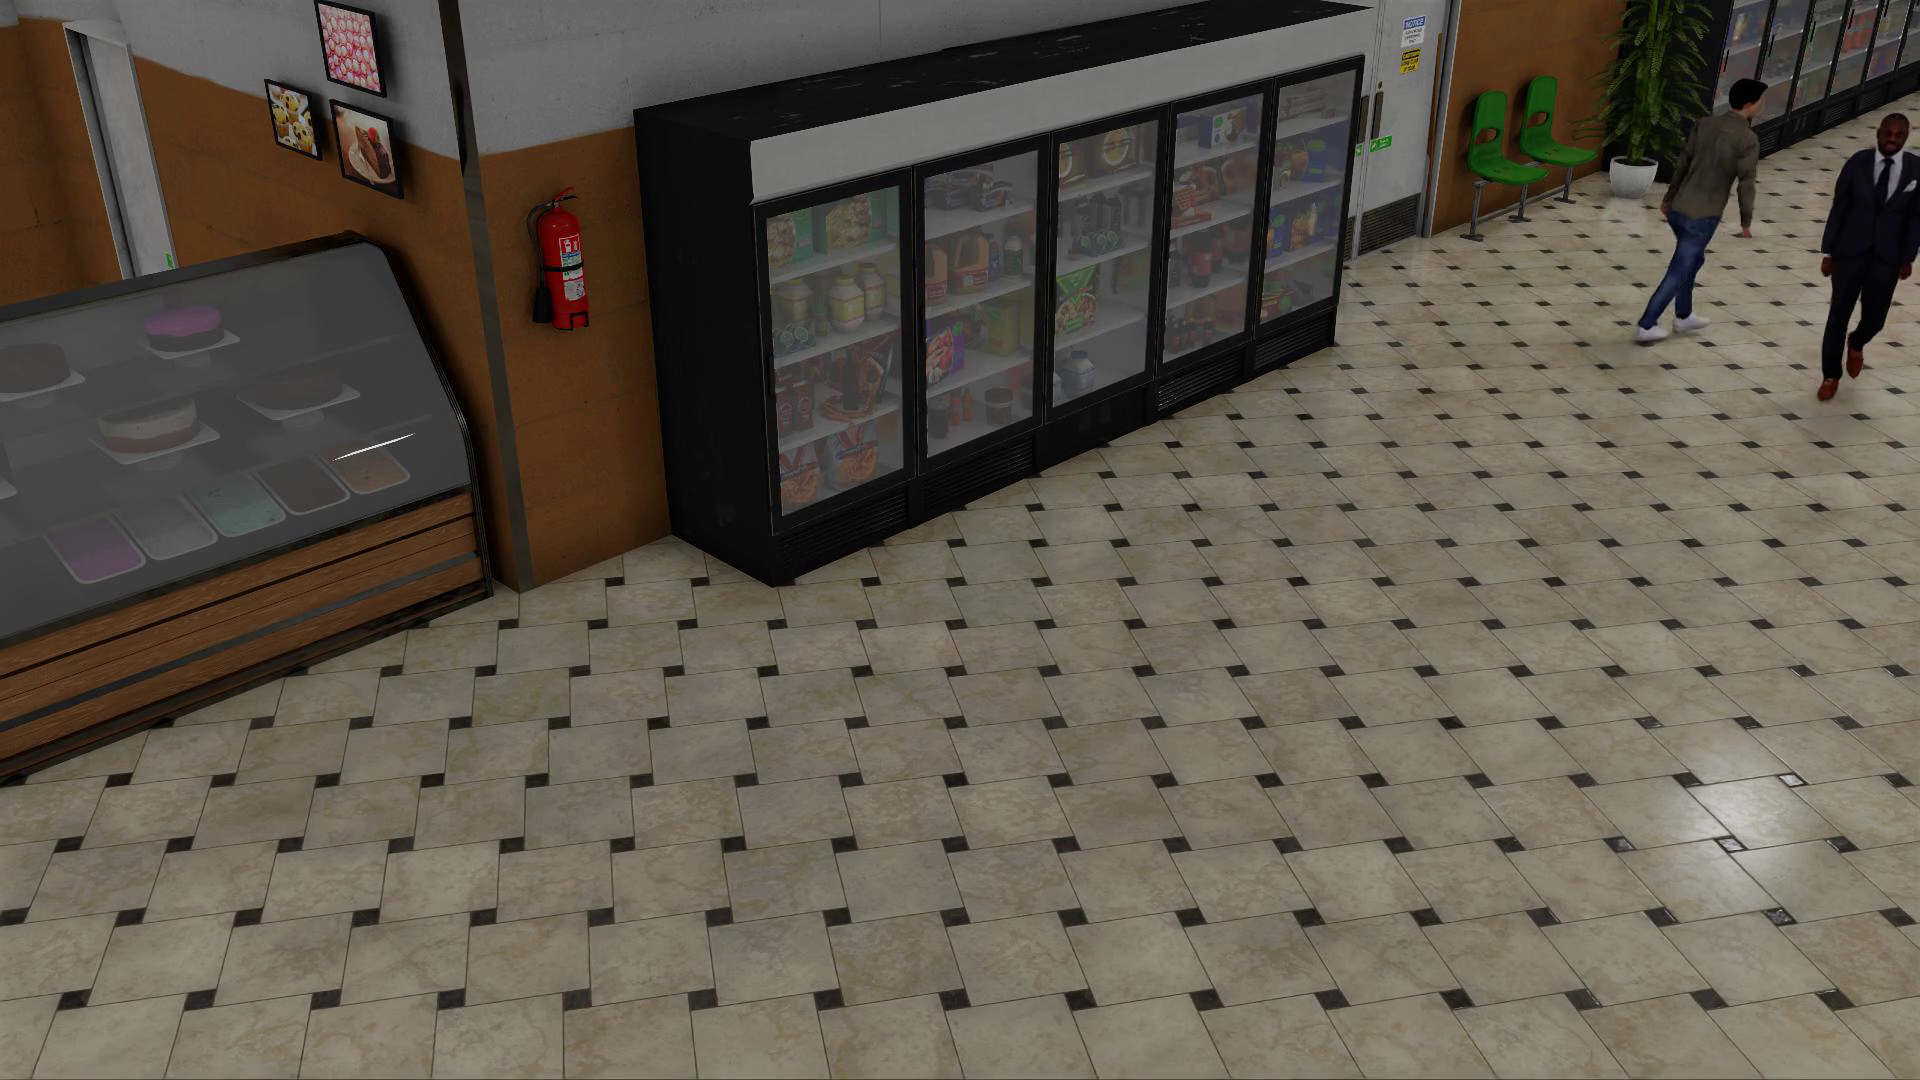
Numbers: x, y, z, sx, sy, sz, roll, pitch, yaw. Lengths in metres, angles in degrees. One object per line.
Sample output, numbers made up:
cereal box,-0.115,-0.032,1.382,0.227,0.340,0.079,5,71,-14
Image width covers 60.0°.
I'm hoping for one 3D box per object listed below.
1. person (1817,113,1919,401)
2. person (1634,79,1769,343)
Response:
person,5.793,-1.822,10.619,0.902,1.811,0.904,14,30,25
person,4.964,-2.213,11.392,0.984,1.810,0.971,-14,30,-25
